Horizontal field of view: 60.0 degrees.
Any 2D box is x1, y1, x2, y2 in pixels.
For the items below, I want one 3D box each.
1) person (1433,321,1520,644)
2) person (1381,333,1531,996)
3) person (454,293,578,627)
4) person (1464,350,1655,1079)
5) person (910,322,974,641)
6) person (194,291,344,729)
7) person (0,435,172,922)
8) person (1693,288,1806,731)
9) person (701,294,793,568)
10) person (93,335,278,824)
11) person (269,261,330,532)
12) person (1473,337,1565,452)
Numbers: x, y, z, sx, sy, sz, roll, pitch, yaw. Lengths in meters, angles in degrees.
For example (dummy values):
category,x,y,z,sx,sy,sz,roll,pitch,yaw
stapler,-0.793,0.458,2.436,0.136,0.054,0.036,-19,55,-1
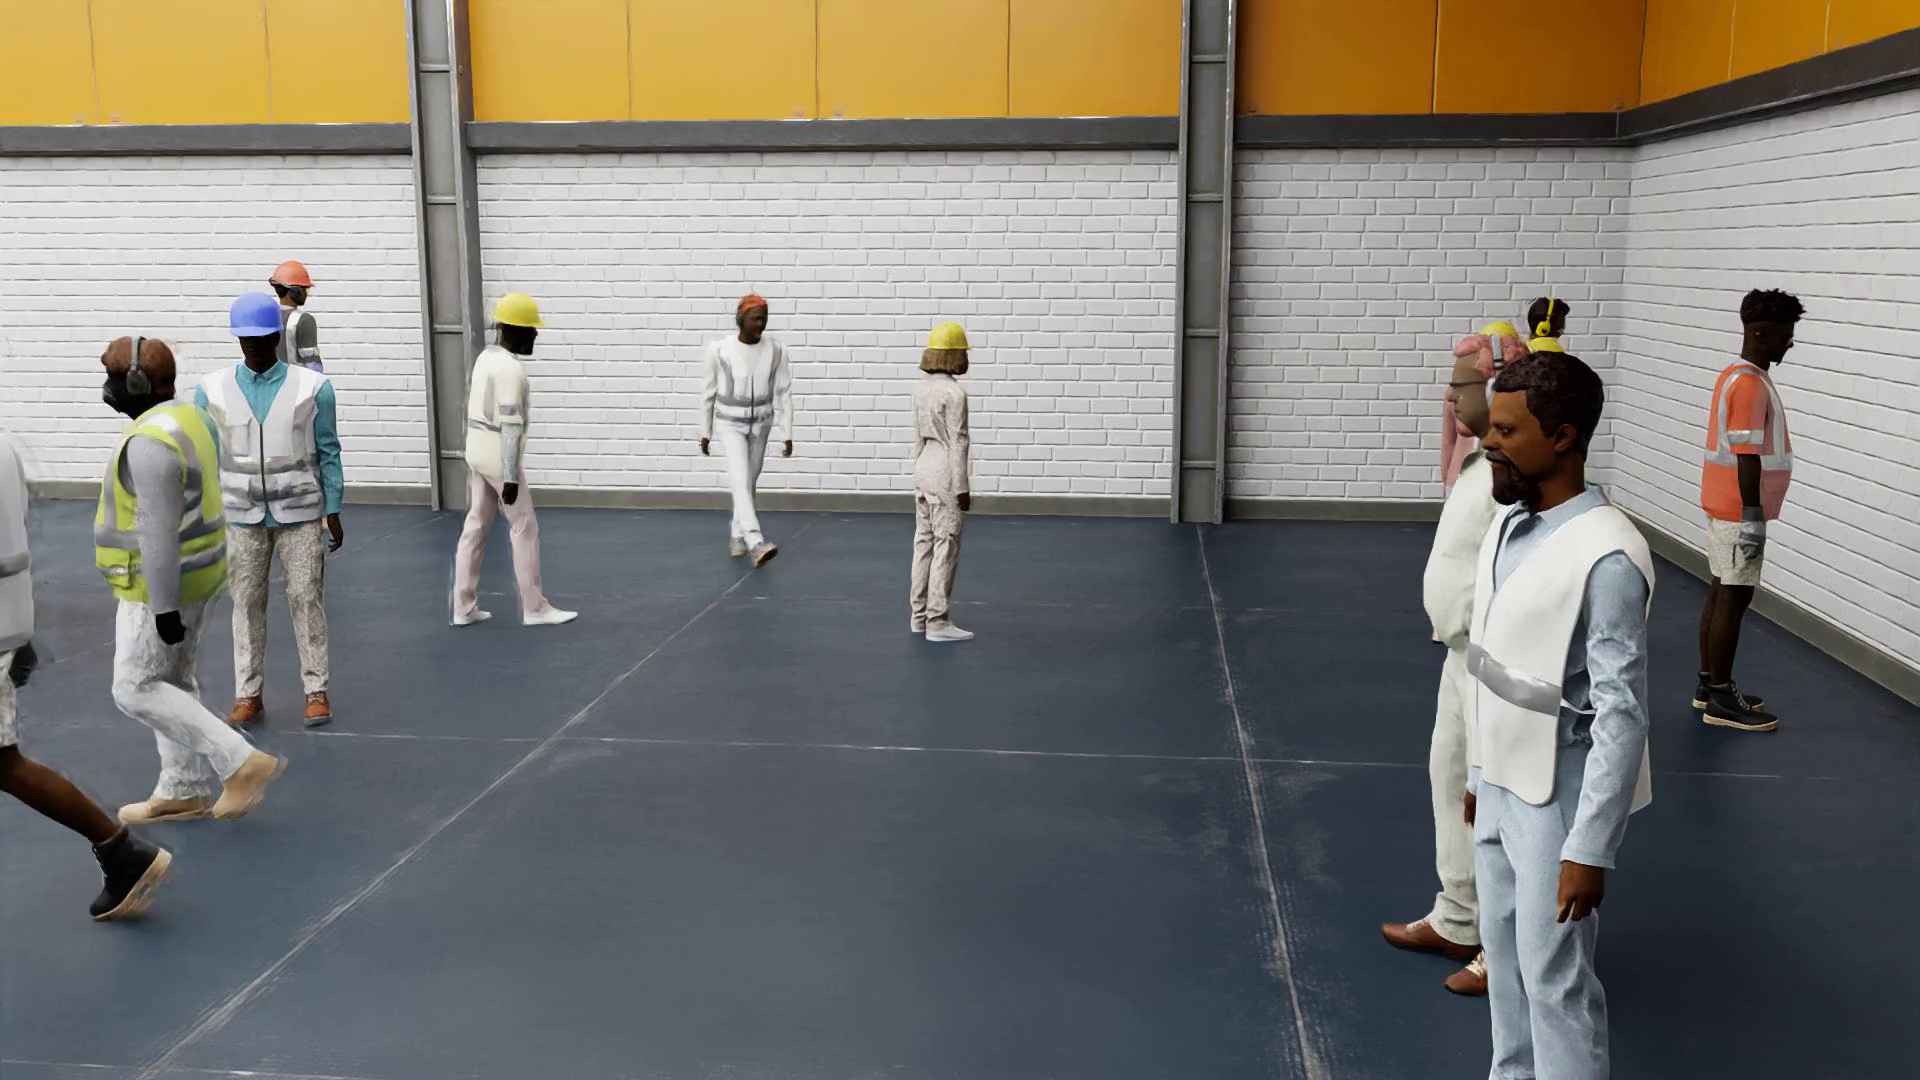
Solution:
category,x,y,z,sx,sy,sz,roll,pitch,yaw
person,2.779,-0.273,8.810,0.342,1.754,0.531,-7,12,-36
person,1.507,0.356,4.793,0.442,1.893,0.683,1,10,8
person,-2.581,-0.433,9.374,0.653,1.891,0.600,-7,12,-35
person,1.259,0.555,3.586,0.376,1.917,0.600,-1,10,-4
person,-0.086,-0.318,9.112,0.333,1.738,0.490,-6,11,-30
person,-3.062,-0.124,7.392,0.617,1.943,0.402,-2,10,-13
person,-2.985,0.279,5.139,0.919,1.942,0.609,-3,10,-14
person,3.525,-0.144,7.467,0.368,1.960,0.602,3,10,17
person,-1.418,-0.737,11.237,0.592,1.815,1.048,-5,11,-25
person,-2.866,0.167,6.079,0.508,1.824,0.632,-2,10,-12
person,-4.996,-1.072,12.546,0.610,2.041,0.390,5,11,28
person,2.376,0.038,6.982,0.331,1.767,0.527,-7,12,-34
